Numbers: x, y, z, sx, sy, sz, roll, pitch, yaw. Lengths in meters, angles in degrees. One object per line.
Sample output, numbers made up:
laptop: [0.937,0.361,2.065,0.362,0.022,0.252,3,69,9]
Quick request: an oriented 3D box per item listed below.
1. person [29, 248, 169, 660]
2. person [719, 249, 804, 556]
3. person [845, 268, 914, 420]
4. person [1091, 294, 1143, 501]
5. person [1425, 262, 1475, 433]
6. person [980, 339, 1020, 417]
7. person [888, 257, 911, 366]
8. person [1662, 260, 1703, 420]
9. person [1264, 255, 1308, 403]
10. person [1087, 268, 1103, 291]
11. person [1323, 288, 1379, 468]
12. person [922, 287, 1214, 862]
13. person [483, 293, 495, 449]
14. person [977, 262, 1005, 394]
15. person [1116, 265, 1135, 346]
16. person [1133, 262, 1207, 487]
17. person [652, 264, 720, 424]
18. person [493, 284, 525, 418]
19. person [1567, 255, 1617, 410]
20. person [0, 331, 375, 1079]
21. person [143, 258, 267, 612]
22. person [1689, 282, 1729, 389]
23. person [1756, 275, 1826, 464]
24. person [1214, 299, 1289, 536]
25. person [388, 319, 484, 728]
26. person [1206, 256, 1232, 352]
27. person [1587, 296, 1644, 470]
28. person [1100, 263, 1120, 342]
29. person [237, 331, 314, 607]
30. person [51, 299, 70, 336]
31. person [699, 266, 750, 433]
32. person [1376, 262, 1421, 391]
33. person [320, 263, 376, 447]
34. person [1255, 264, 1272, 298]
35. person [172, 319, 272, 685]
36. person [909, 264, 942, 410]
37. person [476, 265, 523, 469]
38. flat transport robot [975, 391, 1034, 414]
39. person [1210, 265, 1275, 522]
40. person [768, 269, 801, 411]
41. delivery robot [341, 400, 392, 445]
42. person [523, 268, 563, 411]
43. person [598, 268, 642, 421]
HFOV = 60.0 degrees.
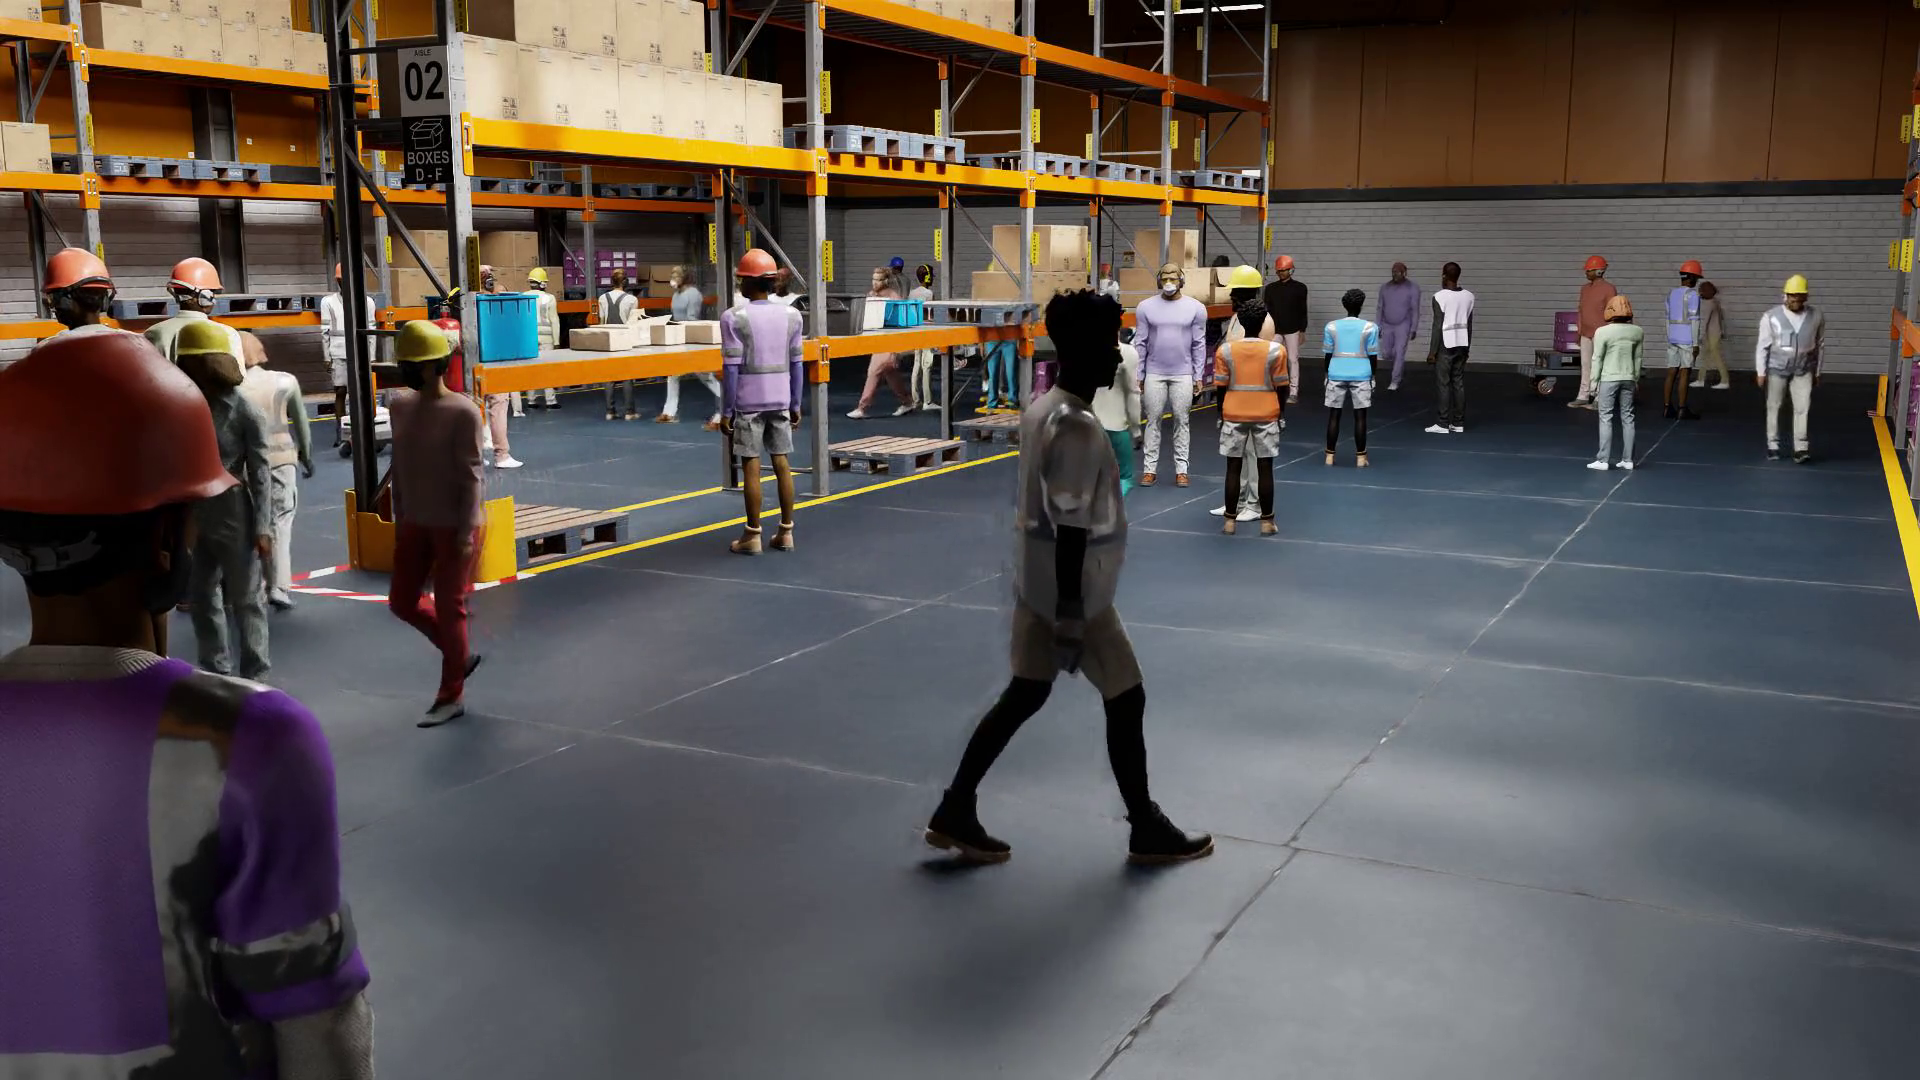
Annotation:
person: [-3.787,-0.246,7.293,0.393,2.041,0.613,4,10,20]
person: [-1.339,-0.918,11.166,0.615,2.047,0.357,-7,12,-36]
person: [-0.954,-2.406,20.381,1.047,1.850,0.643,-6,12,-33]
person: [0.923,-0.734,10.923,0.549,1.752,0.443,5,11,25]
person: [5.523,-2.157,18.719,0.596,1.916,0.374,-6,11,-29]
person: [0.521,-2.408,20.416,0.566,1.836,0.378,2,10,11]
person: [-1.105,-4.101,29.887,0.391,1.948,0.605,5,11,25]
person: [8.807,-2.422,20.213,0.365,1.932,0.543,-3,10,-16]
person: [4.376,-2.839,22.455,0.625,1.992,0.388,5,11,28]
person: [1.930,-3.241,25.273,0.588,1.822,0.403,3,10,16]
person: [3.687,-1.525,15.727,0.533,1.690,0.322,4,11,24]
person: [0.332,0.138,5.433,0.981,1.923,0.617,-2,10,-12]
person: [-4.892,-1.766,17.277,0.279,1.633,0.505,-1,10,-6]
person: [0.502,-2.959,23.405,0.585,1.911,0.506,0,10,-3]
person: [2.636,-3.379,26.056,0.429,1.842,0.641,-1,10,-4]
person: [1.806,-1.420,14.390,0.635,1.939,0.367,2,10,9]
person: [-3.191,-2.342,19.895,0.999,1.898,0.635,-8,13,-40]
person: [-5.590,-2.305,20.380,0.513,1.641,0.307,-1,10,-4]
person: [8.211,-2.682,21.544,0.391,1.991,0.612,-4,10,-21]
person: [-0.908,0.741,1.882,0.543,1.939,0.360,1,10,3]
person: [-4.272,-0.587,9.402,0.622,1.992,0.394,2,10,9]
person: [11.174,-3.046,24.782,0.700,1.581,0.514,5,11,29]
person: [7.998,-1.626,15.985,0.617,1.796,0.839,3,10,16]
person: [2.078,-0.866,11.888,0.533,1.697,0.318,2,10,14]
person: [-2.223,-0.068,7.100,0.539,1.743,0.437,5,11,26]
person: [4.245,-3.754,27.608,0.957,2.000,0.709,6,11,31]
person: [6.136,-1.465,15.567,0.498,1.626,0.289,-2,10,-11]
person: [2.330,-3.468,26.473,0.660,1.856,0.433,9,13,42]
person: [-4.033,-0.415,9.613,0.523,1.583,0.876,-3,10,-17]
person: [-5.432,-0.688,10.354,0.528,1.869,0.313,4,11,23]
person: [-2.499,-2.179,18.971,1.059,1.885,0.650,-7,12,-35]
person: [6.477,-3.163,24.610,0.663,1.890,0.589,7,12,36]
person: [-6.373,-1.938,17.381,0.545,1.942,0.349,-4,10,-21]
person: [5.051,-3.736,28.000,0.328,1.871,0.510,-8,12,-38]
person: [-3.219,-0.077,7.187,0.487,1.745,0.300,2,10,12]
person: [-0.454,-2.610,21.479,0.329,1.874,0.518,-8,13,-38]
person: [-4.435,-1.617,15.626,0.648,1.907,0.409,4,10,20]
flat transport robot: [0.786,-1.748,21.115,0.652,0.197,1.431,5,11,26]
person: [2.151,-1.103,12.589,0.366,1.926,0.593,-3,10,-18]
person: [-2.151,-2.400,20.410,0.587,1.822,1.041,3,10,15]
delivery robot: [-5.826,-1.154,16.583,0.477,0.478,0.707,4,10,22]
person: [-5.383,-2.561,21.302,0.595,1.831,0.403,3,10,15]
person: [-4.105,-2.357,20.090,0.514,1.843,0.327,2,10,12]
